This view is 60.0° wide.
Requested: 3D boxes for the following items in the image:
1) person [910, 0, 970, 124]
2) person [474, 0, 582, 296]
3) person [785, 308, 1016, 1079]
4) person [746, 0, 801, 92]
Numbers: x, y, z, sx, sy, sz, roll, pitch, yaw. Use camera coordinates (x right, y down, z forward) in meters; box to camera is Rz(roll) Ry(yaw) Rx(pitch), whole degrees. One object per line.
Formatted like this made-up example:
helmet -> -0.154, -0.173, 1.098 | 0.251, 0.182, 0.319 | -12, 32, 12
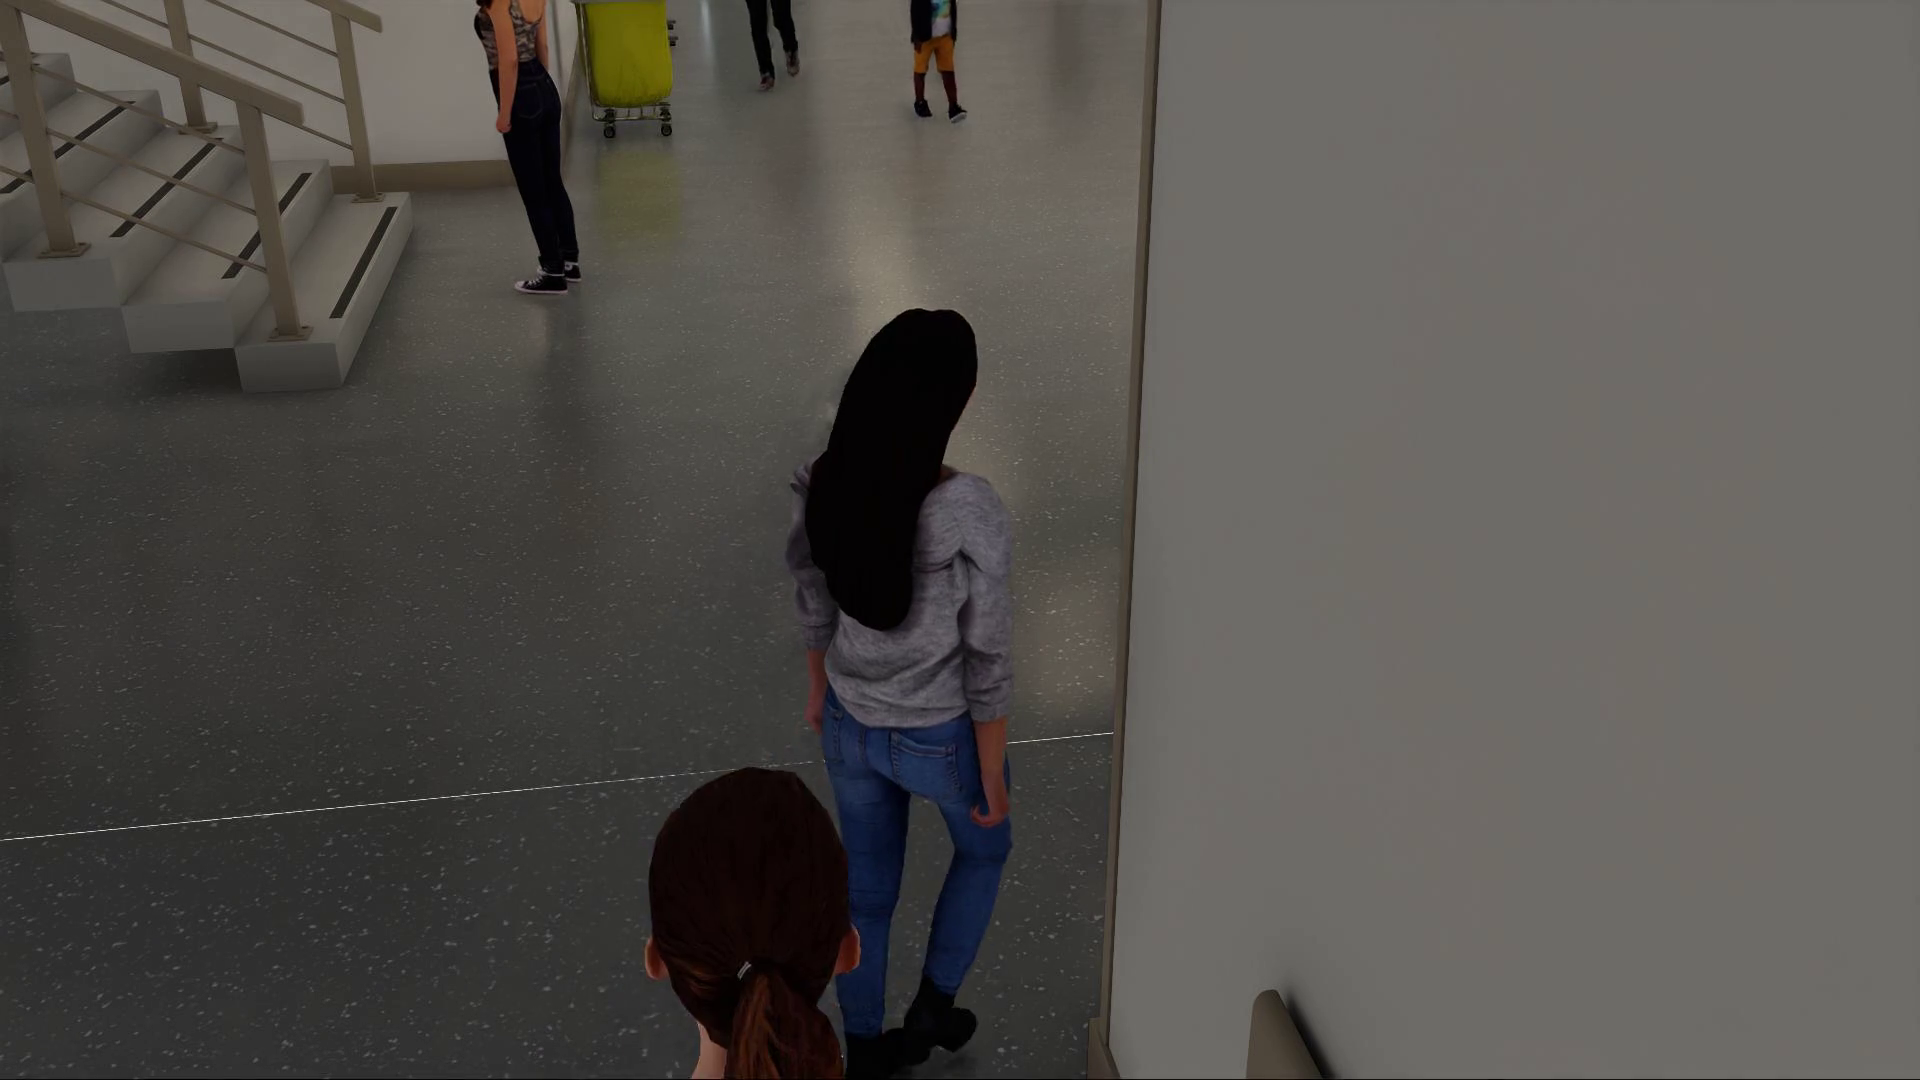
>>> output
person -> -0.214, -3.562, 11.647 | 0.830, 1.243, 0.731 | -12, 28, -24
person -> -2.055, -2.065, 7.937 | 0.686, 1.769, 0.691 | 6, 26, 13
person -> -0.132, 0.398, 3.003 | 0.733, 1.617, 0.811 | 12, 28, 23
person -> -1.457, -4.348, 12.696 | 0.817, 1.748, 0.832 | 3, 26, 7
